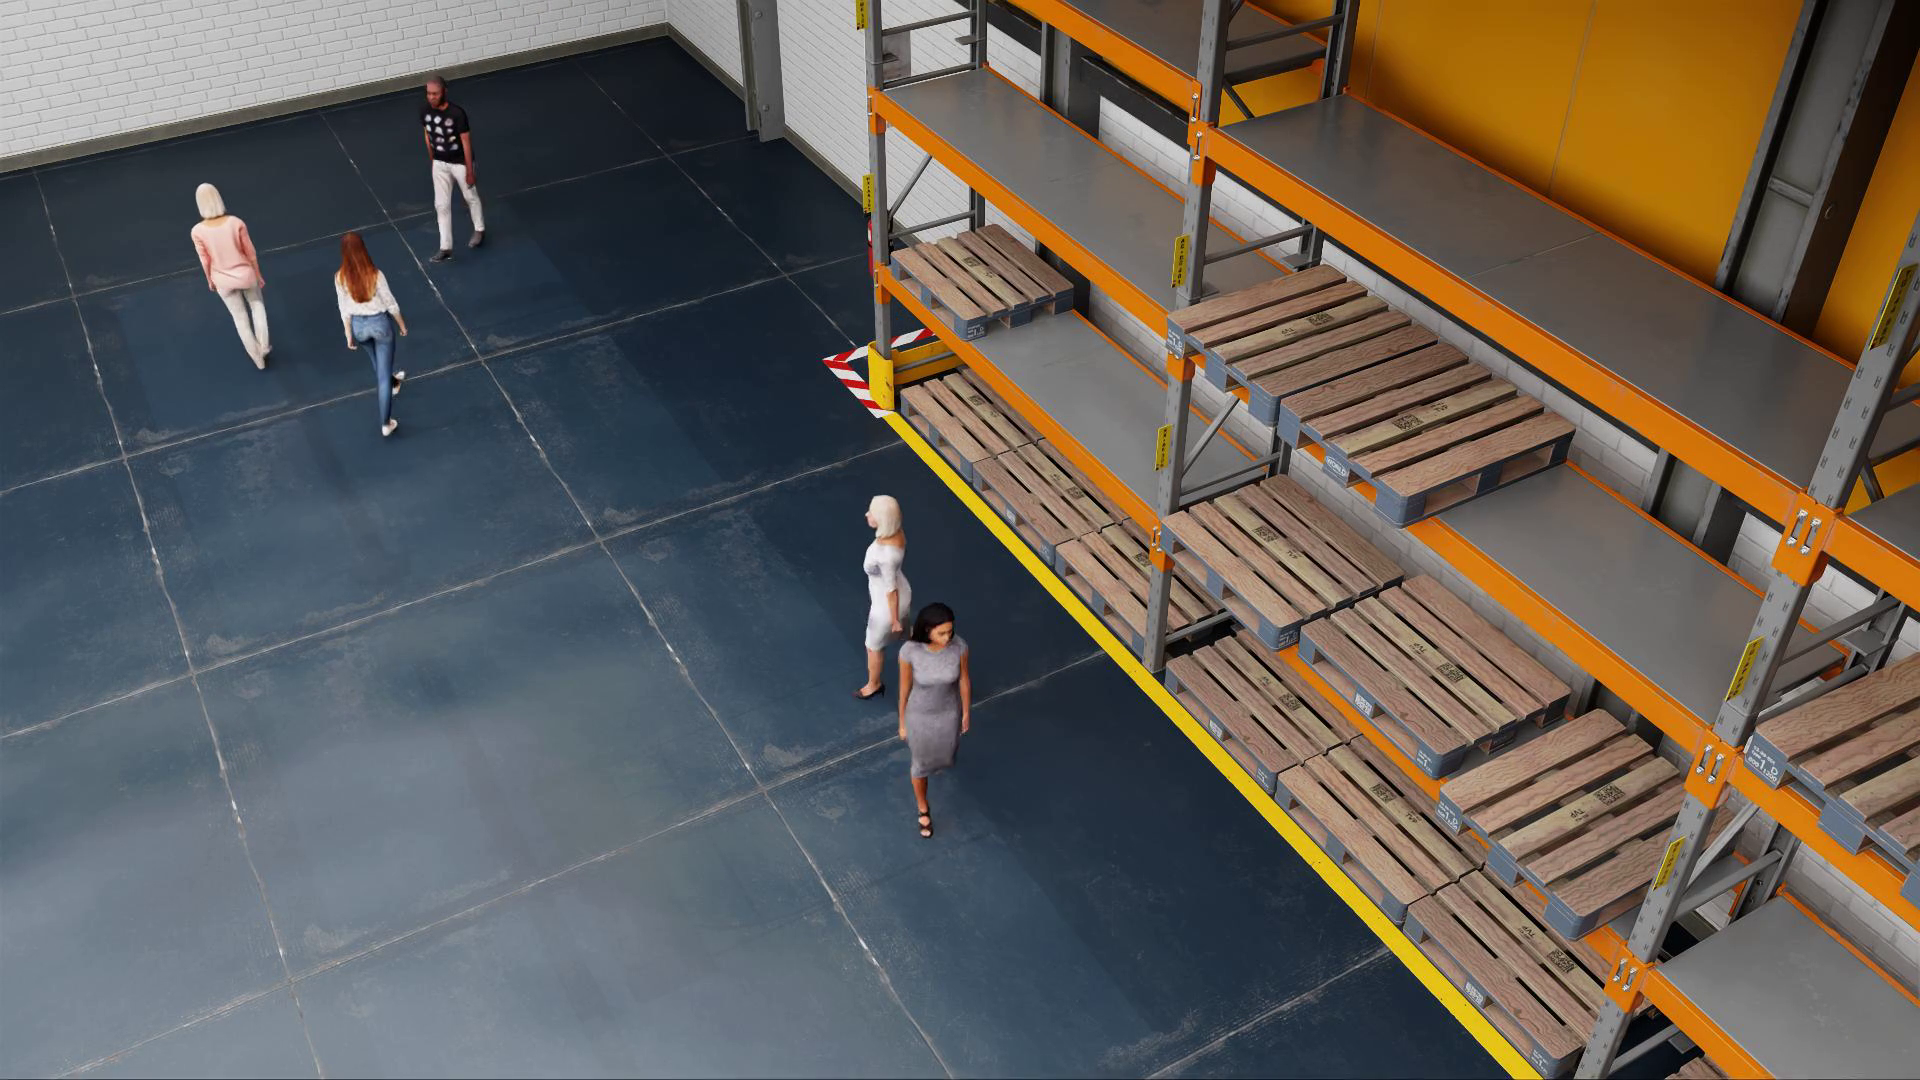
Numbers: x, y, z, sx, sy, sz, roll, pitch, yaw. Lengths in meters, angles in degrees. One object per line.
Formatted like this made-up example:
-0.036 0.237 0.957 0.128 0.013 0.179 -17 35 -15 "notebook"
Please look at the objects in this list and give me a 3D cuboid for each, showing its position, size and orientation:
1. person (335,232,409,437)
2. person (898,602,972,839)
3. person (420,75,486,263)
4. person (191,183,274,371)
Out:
-4.794 -1.651 13.550 0.982 1.680 1.215 0 39 0 "person"
-0.181 1.019 10.138 0.763 1.766 0.911 -5 39 -6 "person"
-4.806 -3.625 15.946 1.087 1.775 1.166 8 39 10 "person"
-6.190 -2.203 14.213 0.630 1.716 0.623 -16 41 -19 "person"
